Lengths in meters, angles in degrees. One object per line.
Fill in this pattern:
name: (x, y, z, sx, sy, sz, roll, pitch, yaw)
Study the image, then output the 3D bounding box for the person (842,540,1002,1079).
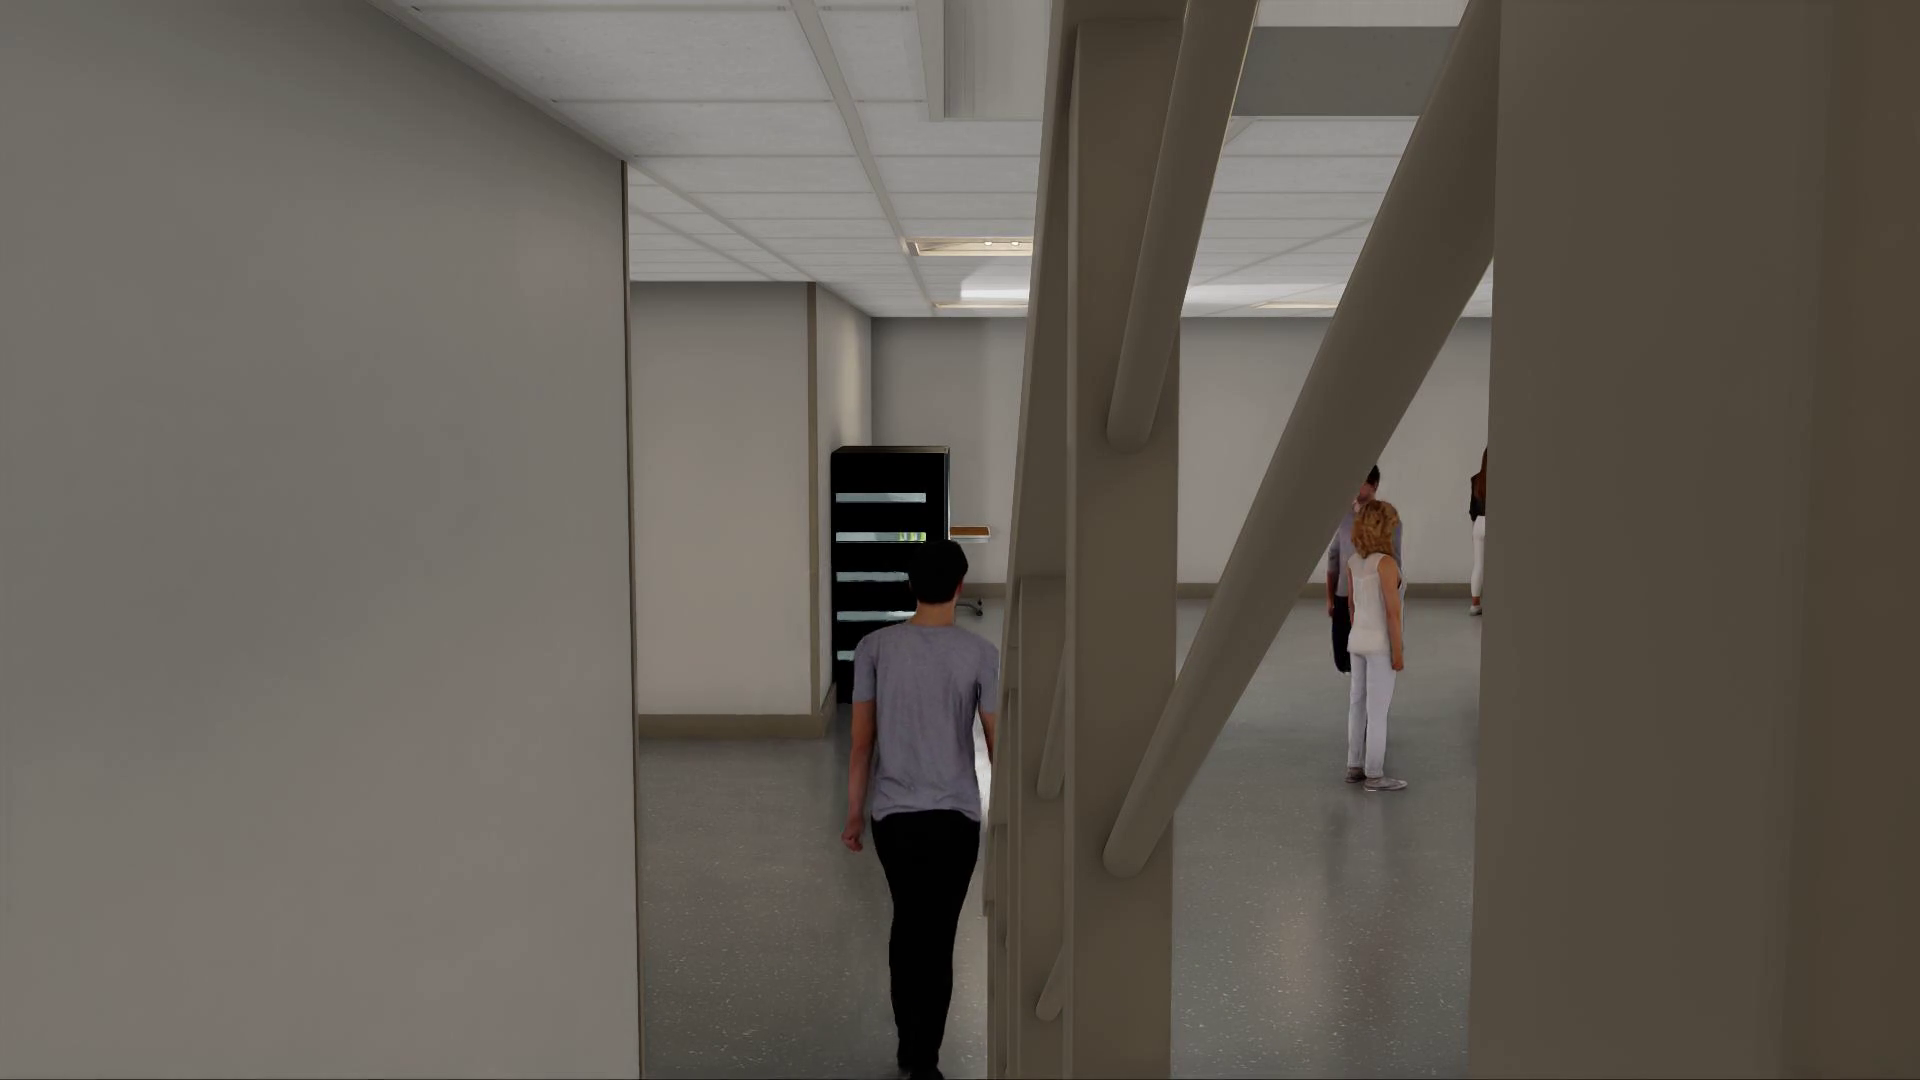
person: (-0.138, 0.941, 5.411, 0.808, 1.850, 0.847, 1, 6, 14)

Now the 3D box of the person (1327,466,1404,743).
person: (2.706, 0.403, 10.916, 1.003, 1.819, 1.063, 5, 8, 41)

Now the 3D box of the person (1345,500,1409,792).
person: (2.398, 0.600, 9.683, 0.719, 1.673, 0.591, -2, 6, -21)
